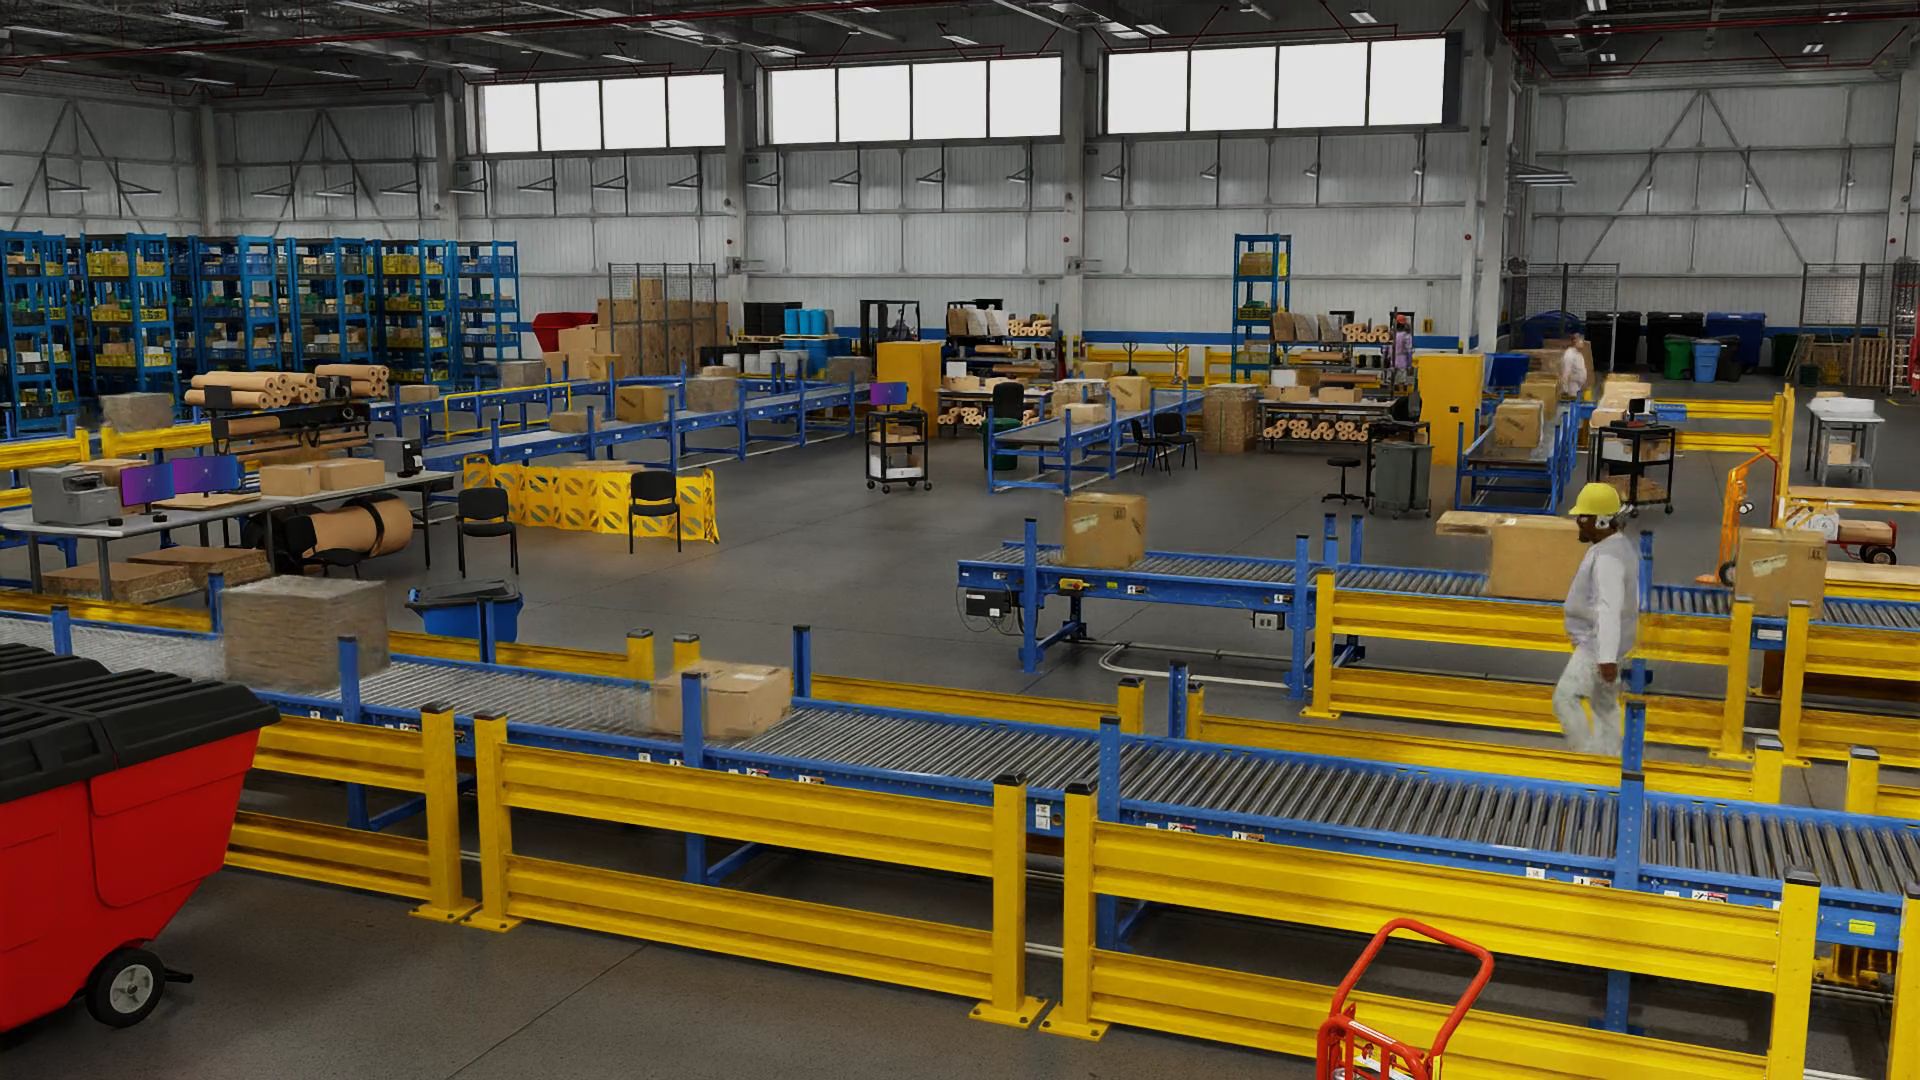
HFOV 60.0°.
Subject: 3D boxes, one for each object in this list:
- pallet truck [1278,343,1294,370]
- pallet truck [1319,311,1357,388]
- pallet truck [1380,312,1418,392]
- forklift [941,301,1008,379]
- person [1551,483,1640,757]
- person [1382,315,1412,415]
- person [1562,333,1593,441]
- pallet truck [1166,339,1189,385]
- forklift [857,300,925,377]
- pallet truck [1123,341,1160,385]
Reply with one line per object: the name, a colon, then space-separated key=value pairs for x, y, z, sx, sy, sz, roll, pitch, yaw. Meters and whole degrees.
pallet truck: x=7.886 y=-4.163 z=39.743 sx=0.653 sy=1.274 sz=1.630 roll=4 pitch=10 yaw=22
pallet truck: x=9.071 y=-4.419 z=39.190 sx=0.823 sy=1.965 sz=1.885 roll=5 pitch=10 yaw=26
pallet truck: x=10.207 y=-4.283 z=38.369 sx=0.823 sy=1.965 sz=1.885 roll=3 pitch=10 yaw=20
forklift: x=0.365 y=-4.966 z=41.571 sx=1.157 sy=1.987 sz=2.680 roll=3 pitch=10 yaw=20
person: x=3.619 y=0.573 z=9.522 sx=0.481 sy=1.812 sz=0.598 roll=5 pitch=10 yaw=26
person: x=8.898 y=-3.553 z=33.808 sx=0.615 sy=2.042 sz=0.376 roll=7 pitch=11 yaw=35
person: x=10.596 y=-2.662 z=28.916 sx=0.857 sy=1.881 sz=0.651 roll=6 pitch=11 yaw=33
pallet truck: x=5.418 y=-4.269 z=40.420 sx=0.704 sy=1.261 sz=1.522 roll=3 pitch=10 yaw=20
forklift: x=-1.732 y=-5.109 z=42.468 sx=1.157 sy=1.987 sz=2.680 roll=4 pitch=10 yaw=22
pallet truck: x=4.445 y=-4.380 z=41.279 sx=0.680 sy=1.201 sz=1.601 roll=4 pitch=10 yaw=22
